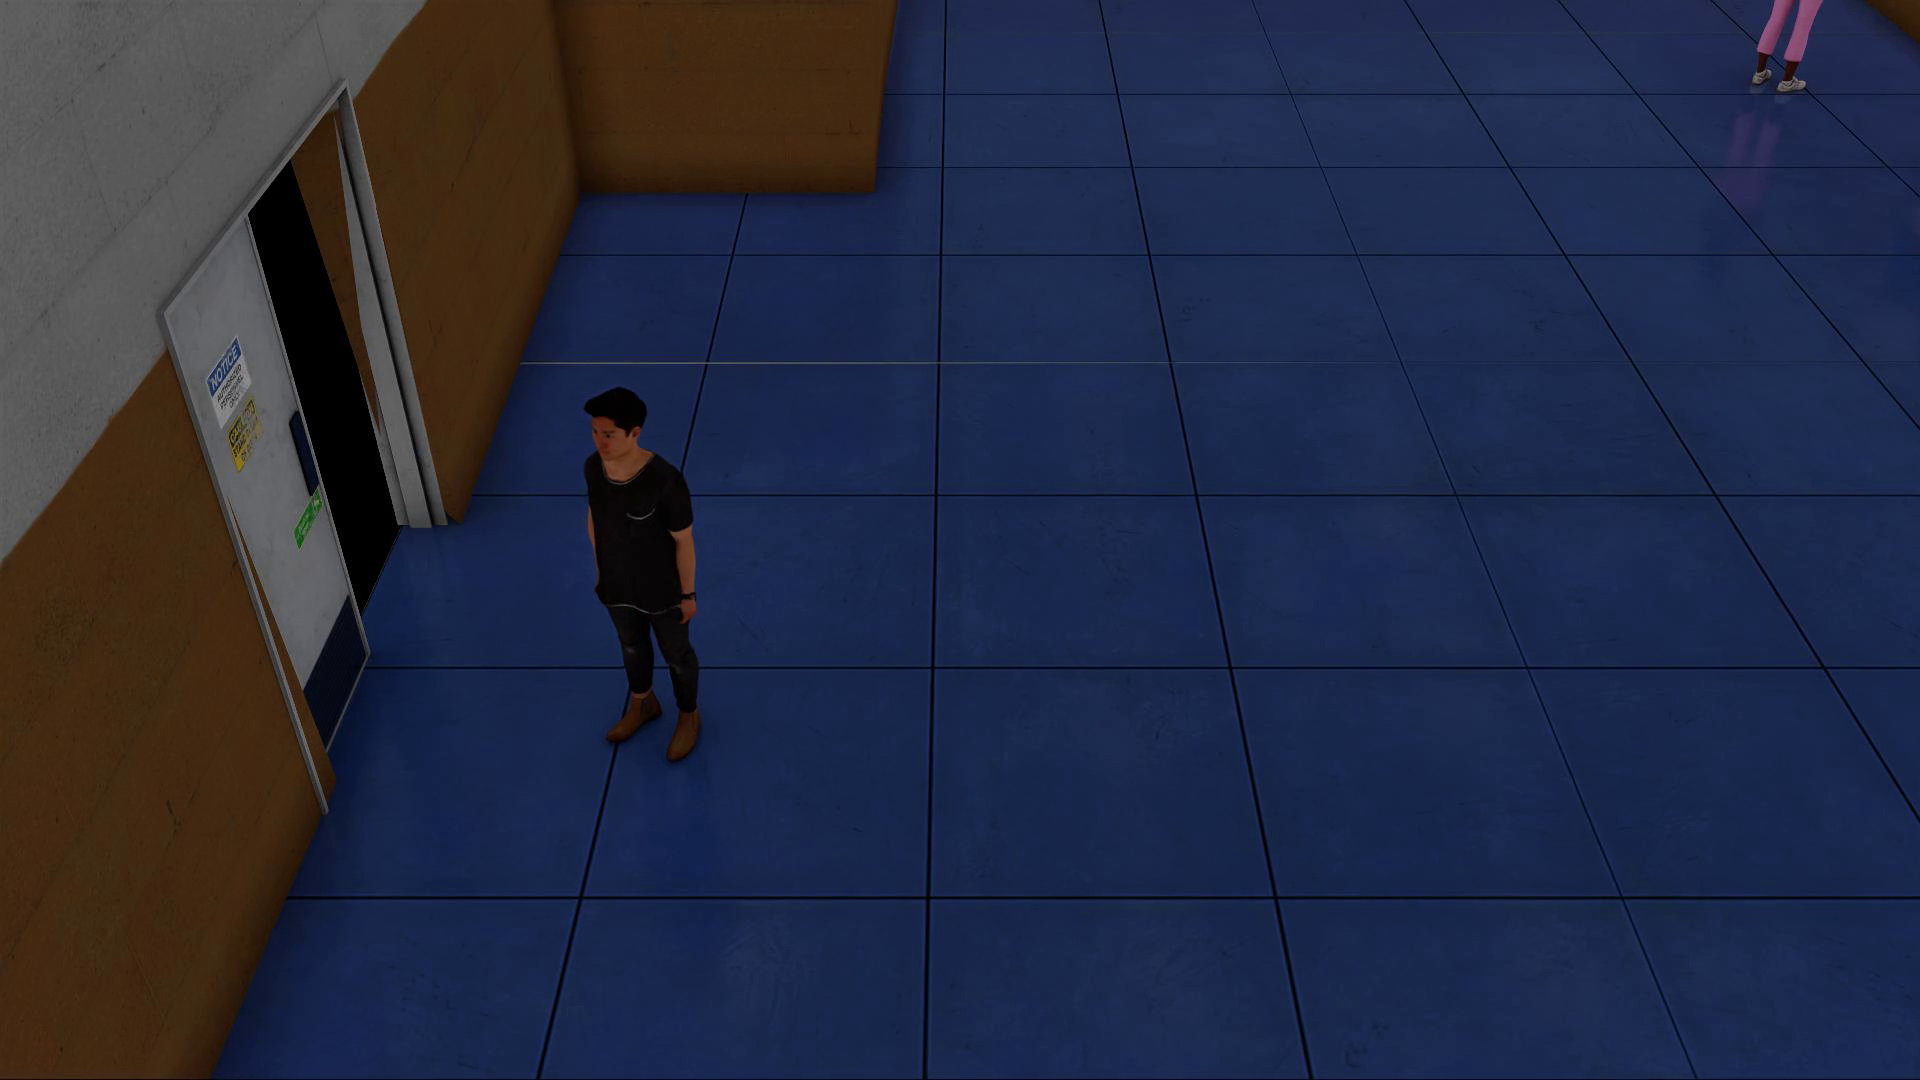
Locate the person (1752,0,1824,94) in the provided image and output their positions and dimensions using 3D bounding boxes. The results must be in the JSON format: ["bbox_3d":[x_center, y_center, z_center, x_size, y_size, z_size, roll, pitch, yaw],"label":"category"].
[{"bbox_3d":[6.315,-4.238,12.407,0.696,1.741,0.657,-26,44,-30],"label":"person"}]

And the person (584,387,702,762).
[{"bbox_3d":[-1.253,0.125,6.614,0.644,1.717,0.763,17,40,21],"label":"person"}]
